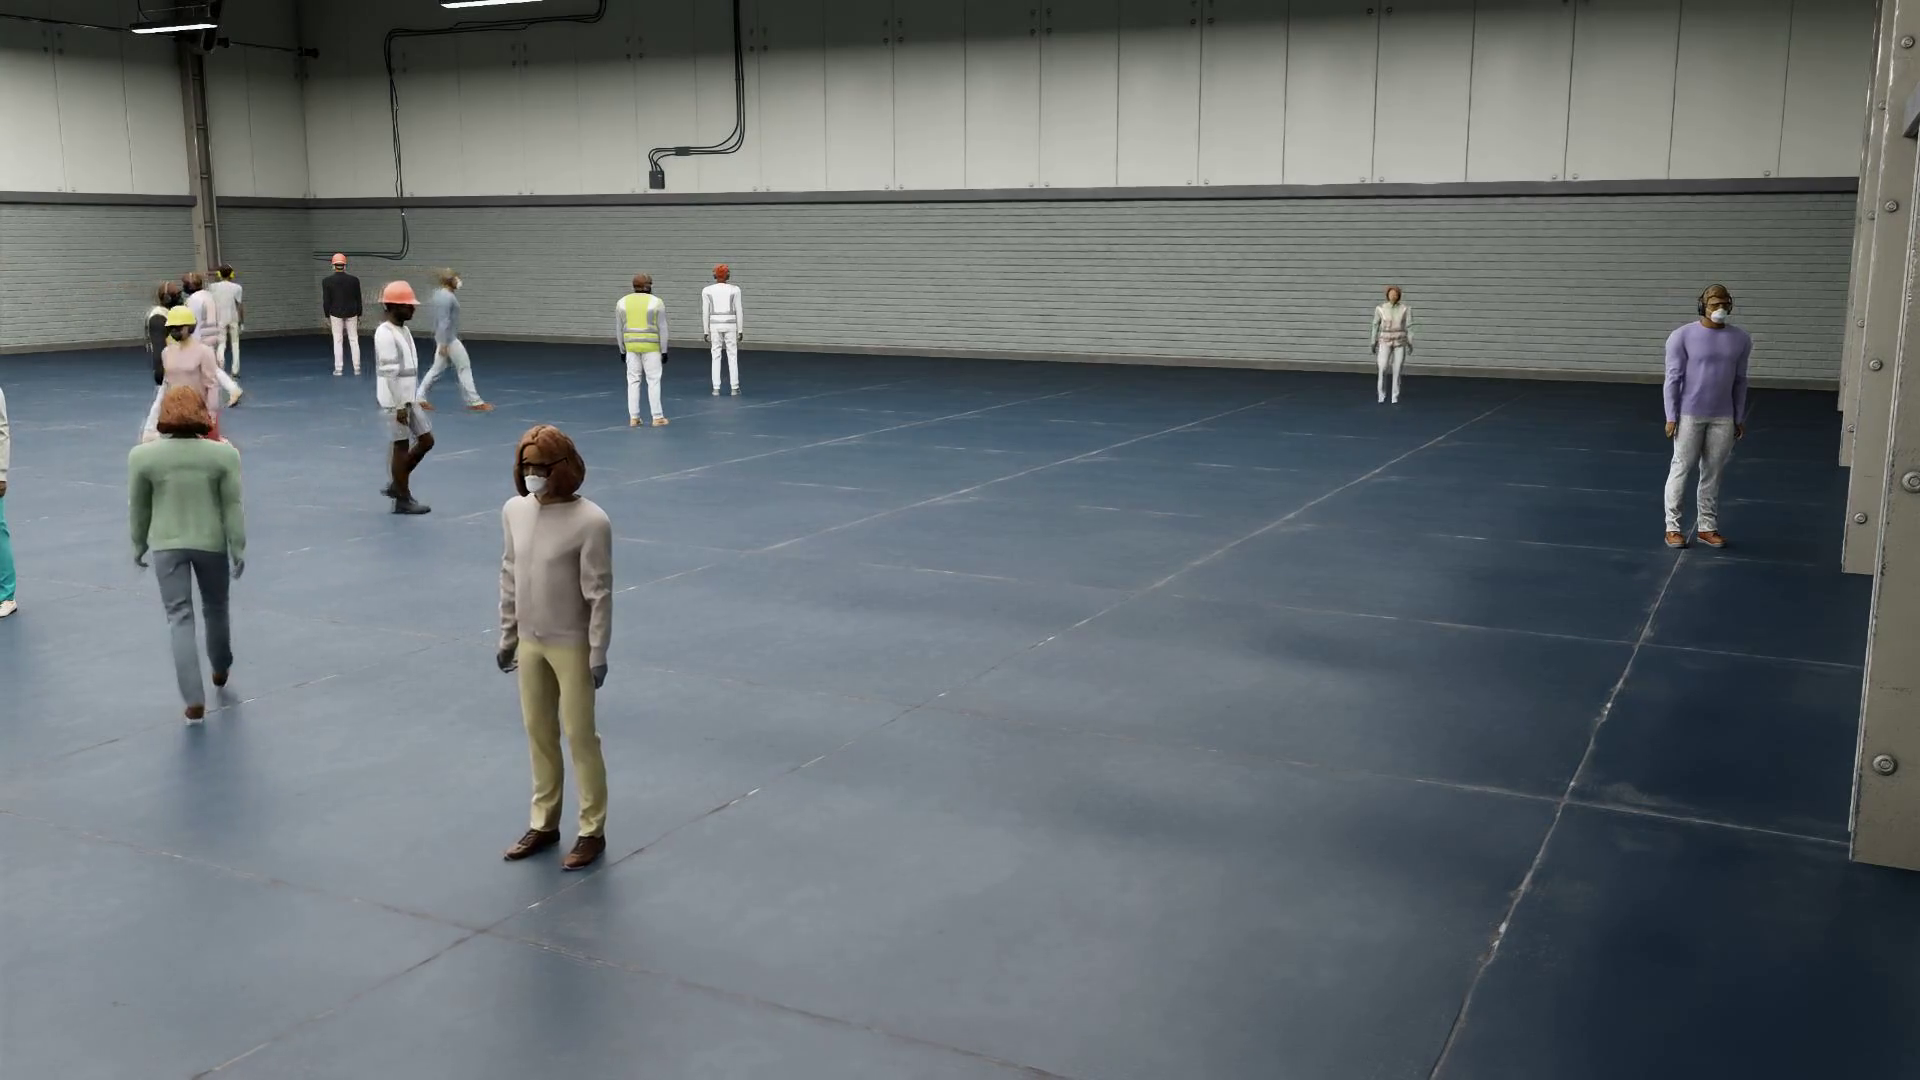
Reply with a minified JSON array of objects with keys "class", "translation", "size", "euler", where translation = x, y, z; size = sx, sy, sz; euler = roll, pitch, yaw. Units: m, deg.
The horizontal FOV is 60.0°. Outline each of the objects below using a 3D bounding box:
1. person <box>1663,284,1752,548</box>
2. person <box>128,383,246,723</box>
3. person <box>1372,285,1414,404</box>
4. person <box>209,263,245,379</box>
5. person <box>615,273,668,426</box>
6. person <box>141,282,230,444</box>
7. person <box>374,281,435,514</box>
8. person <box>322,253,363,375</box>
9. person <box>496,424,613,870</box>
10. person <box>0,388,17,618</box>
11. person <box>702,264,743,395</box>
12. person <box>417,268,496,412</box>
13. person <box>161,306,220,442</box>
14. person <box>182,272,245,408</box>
[{"class":"person","translation":[5.489,-0.904,12.253],"size":[0.631,1.940,0.372],"euler":[-1,10,-4]},{"class":"person","translation":[-3.730,0.040,8.060],"size":[0.503,1.588,0.850],"euler":[-5,12,-27]},{"class":"person","translation":[5.897,-2.653,22.668],"size":[0.546,1.617,0.541],"euler":[2,11,13]},{"class":"person","translation":[-11.700,-3.482,26.546],"size":[0.510,1.859,0.608],"euler":[-2,11,-13]},{"class":"person","translation":[-3.816,-2.290,20.084],"size":[0.626,1.840,0.430],"euler":[2,11,11]},{"class":"person","translation":[-8.505,-1.888,18.027],"size":[0.945,1.797,0.639],"euler":[-2,11,-8]},{"class":"person","translation":[-4.575,-1.157,13.674],"size":[0.391,1.922,0.560],"euler":[1,10,5]},{"class":"person","translation":[-10.148,-3.703,27.363],"size":[0.612,1.995,0.376],"euler":[-6,12,-29]},{"class":"person","translation":[-1.476,0.389,6.058],"size":[0.500,1.626,0.306],"euler":[6,12,29]},{"class":"person","translation":[-5.947,-0.399,9.970],"size":[0.523,1.769,0.315],"euler":[2,11,9]},{"class":"person","translation":[-3.407,-3.019,23.939],"size":[0.573,1.883,0.356],"euler":[-1,10,-3]},{"class":"person","translation":[-6.652,-2.581,21.560],"size":[1.054,1.890,0.644],"euler":[-3,11,-17]},{"class":"person","translation":[-6.378,-1.084,13.832],"size":[0.535,1.720,0.893],"euler":[2,11,12]},{"class":"person","translation":[-9.956,-2.610,21.897],"size":[0.837,1.818,0.626],"euler":[0,10,-1]}]
